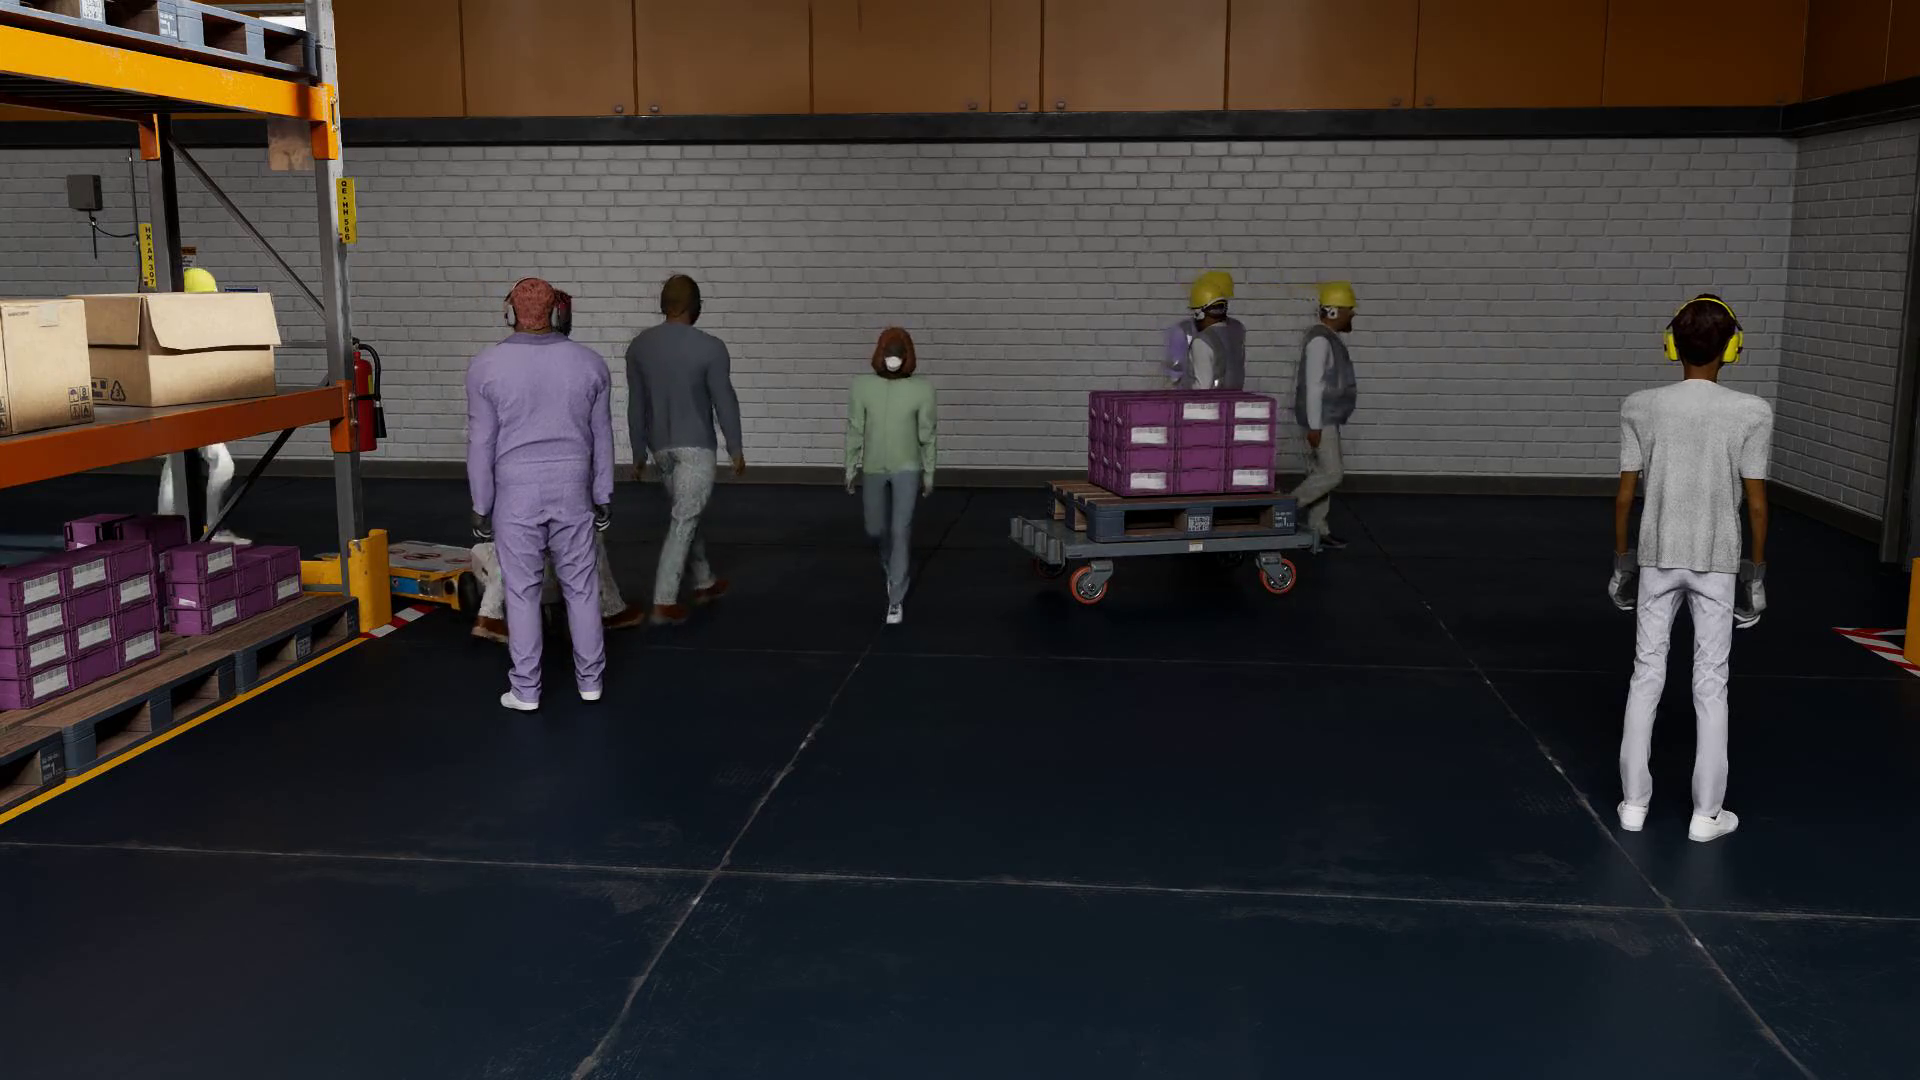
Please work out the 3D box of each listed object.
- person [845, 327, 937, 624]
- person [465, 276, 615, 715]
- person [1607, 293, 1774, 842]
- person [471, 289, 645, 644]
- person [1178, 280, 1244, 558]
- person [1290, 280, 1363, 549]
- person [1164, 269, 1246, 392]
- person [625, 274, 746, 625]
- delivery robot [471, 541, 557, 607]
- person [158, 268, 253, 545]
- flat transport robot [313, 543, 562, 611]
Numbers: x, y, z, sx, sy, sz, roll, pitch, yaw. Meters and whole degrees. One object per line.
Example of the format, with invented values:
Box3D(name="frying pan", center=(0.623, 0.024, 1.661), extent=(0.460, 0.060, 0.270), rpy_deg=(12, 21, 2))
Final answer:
Box3D(name="person", center=(-0.369, -0.388, 9.259), extent=(0.508, 1.609, 0.715), rpy_deg=(2, 10, 10))
Box3D(name="person", center=(-1.842, -0.194, 7.310), extent=(0.649, 1.906, 0.401), rpy_deg=(-6, 11, -29))
Box3D(name="person", center=(2.502, 0.099, 5.720), extent=(0.514, 1.876, 0.328), rpy_deg=(6, 12, 32))
Box3D(name="person", center=(-2.155, -0.379, 8.608), extent=(0.578, 1.849, 0.979), rpy_deg=(7, 12, 35))
Box3D(name="person", center=(1.637, -0.795, 10.976), extent=(0.404, 1.827, 0.588), rpy_deg=(6, 12, 32))
Box3D(name="person", center=(2.425, -0.828, 11.185), extent=(0.513, 1.817, 0.614), rpy_deg=(3, 10, 17))
Box3D(name="person", center=(1.635, -0.921, 11.487), extent=(0.596, 1.902, 0.761), rpy_deg=(-6, 11, -29))
Box3D(name="person", center=(-1.512, -0.504, 9.148), extent=(0.639, 1.894, 0.997), rpy_deg=(5, 11, 27))
Box3D(name="delivery robot", center=(-2.385, 0.160, 8.876), extent=(0.477, 0.478, 0.707), rpy_deg=(-5, 11, -25))
Box3D(name="person", center=(-5.074, -0.850, 11.091), extent=(0.730, 1.888, 0.736), rpy_deg=(-7, 12, -34))
Box3D(name="flat transport robot", center=(-3.091, 0.194, 9.762), extent=(1.431, 0.197, 0.652), rpy_deg=(6, 12, 30))
